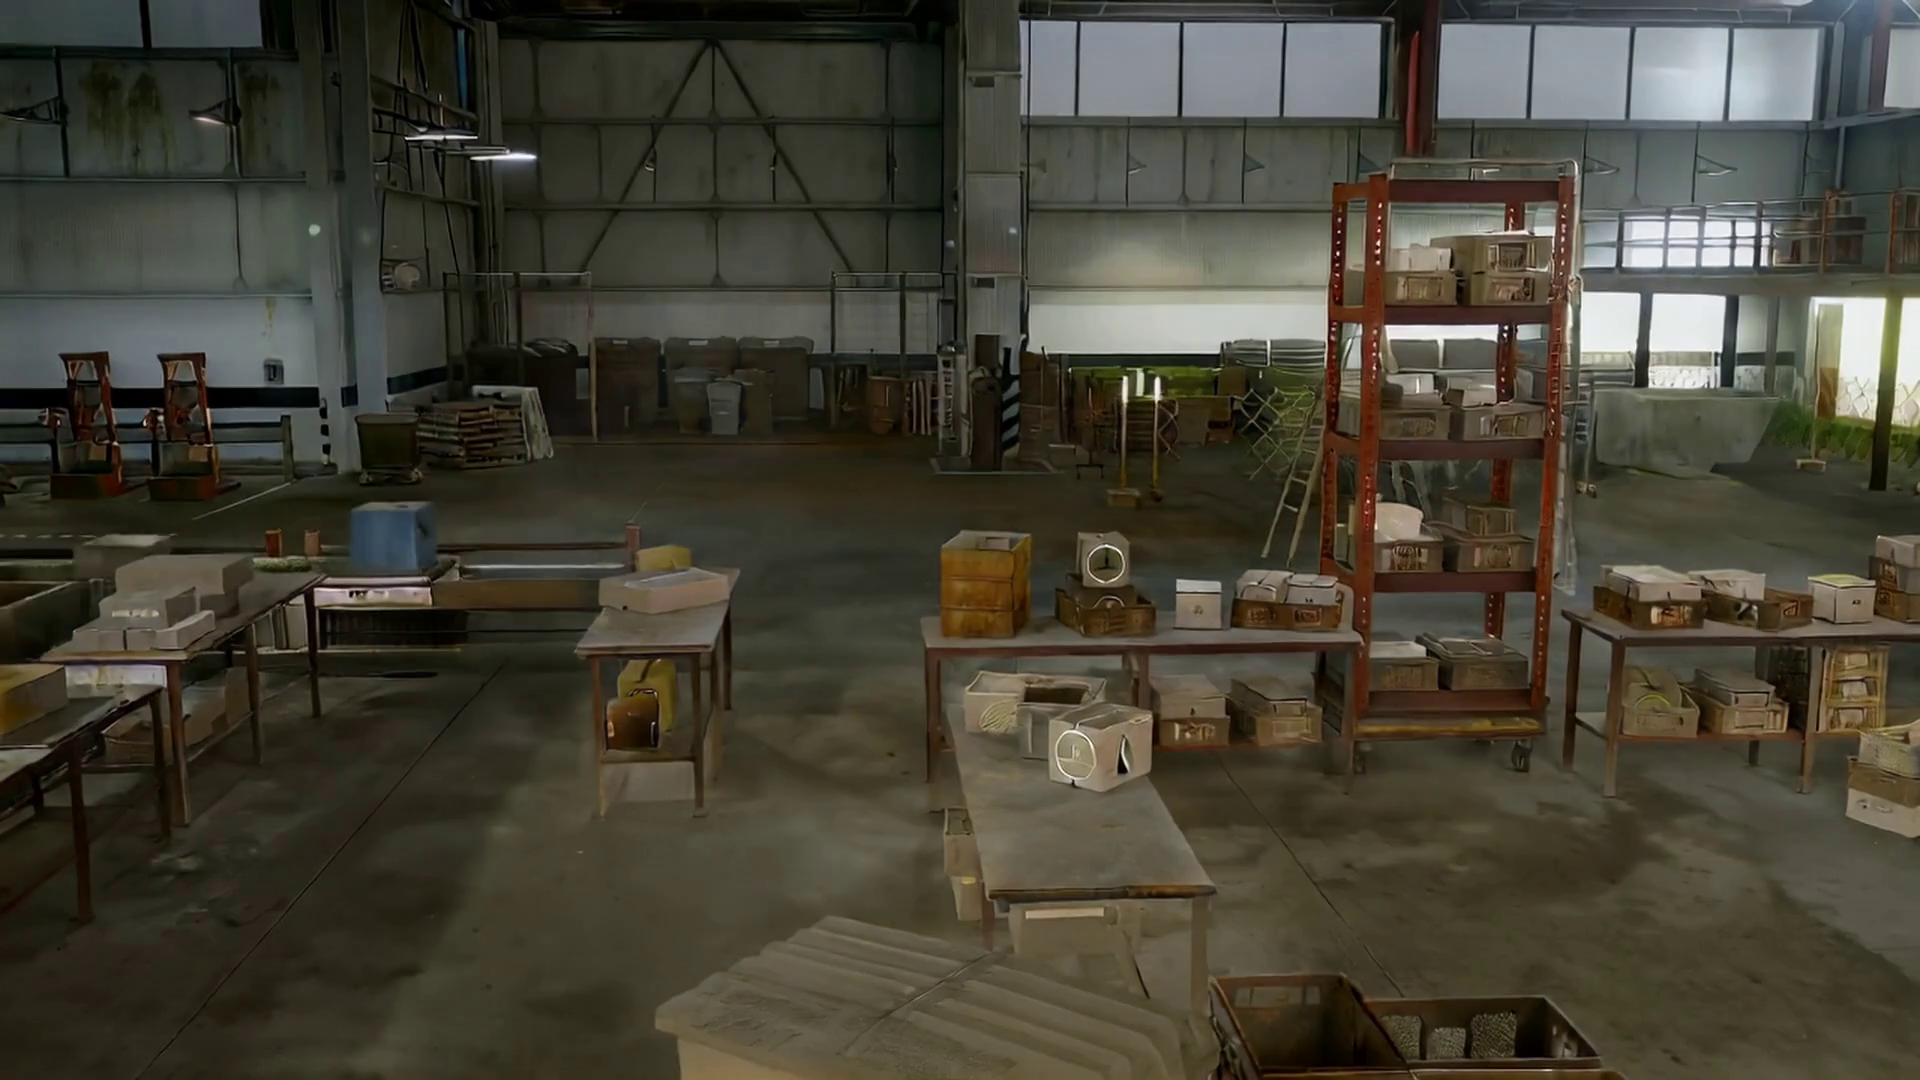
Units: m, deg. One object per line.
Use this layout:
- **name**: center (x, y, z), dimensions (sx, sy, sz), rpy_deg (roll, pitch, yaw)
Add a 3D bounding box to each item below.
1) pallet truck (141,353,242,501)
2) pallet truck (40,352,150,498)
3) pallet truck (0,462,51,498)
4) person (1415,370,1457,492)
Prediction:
- **pallet truck**: center (-10.520, -1.604, 22.925), dimensions (0.823, 1.965, 1.885), rpy_deg (-1, 9, -6)
- **pallet truck**: center (-11.907, -1.642, 23.165), dimensions (0.823, 1.965, 1.885), rpy_deg (0, 9, 0)
- **pallet truck**: center (-13.193, -1.293, 23.148), dimensions (0.653, 1.274, 1.630), rpy_deg (-1, 9, -4)
- **person**: center (6.725, -1.522, 23.332), dimensions (0.560, 1.705, 0.373), rpy_deg (-2, 9, -12)
